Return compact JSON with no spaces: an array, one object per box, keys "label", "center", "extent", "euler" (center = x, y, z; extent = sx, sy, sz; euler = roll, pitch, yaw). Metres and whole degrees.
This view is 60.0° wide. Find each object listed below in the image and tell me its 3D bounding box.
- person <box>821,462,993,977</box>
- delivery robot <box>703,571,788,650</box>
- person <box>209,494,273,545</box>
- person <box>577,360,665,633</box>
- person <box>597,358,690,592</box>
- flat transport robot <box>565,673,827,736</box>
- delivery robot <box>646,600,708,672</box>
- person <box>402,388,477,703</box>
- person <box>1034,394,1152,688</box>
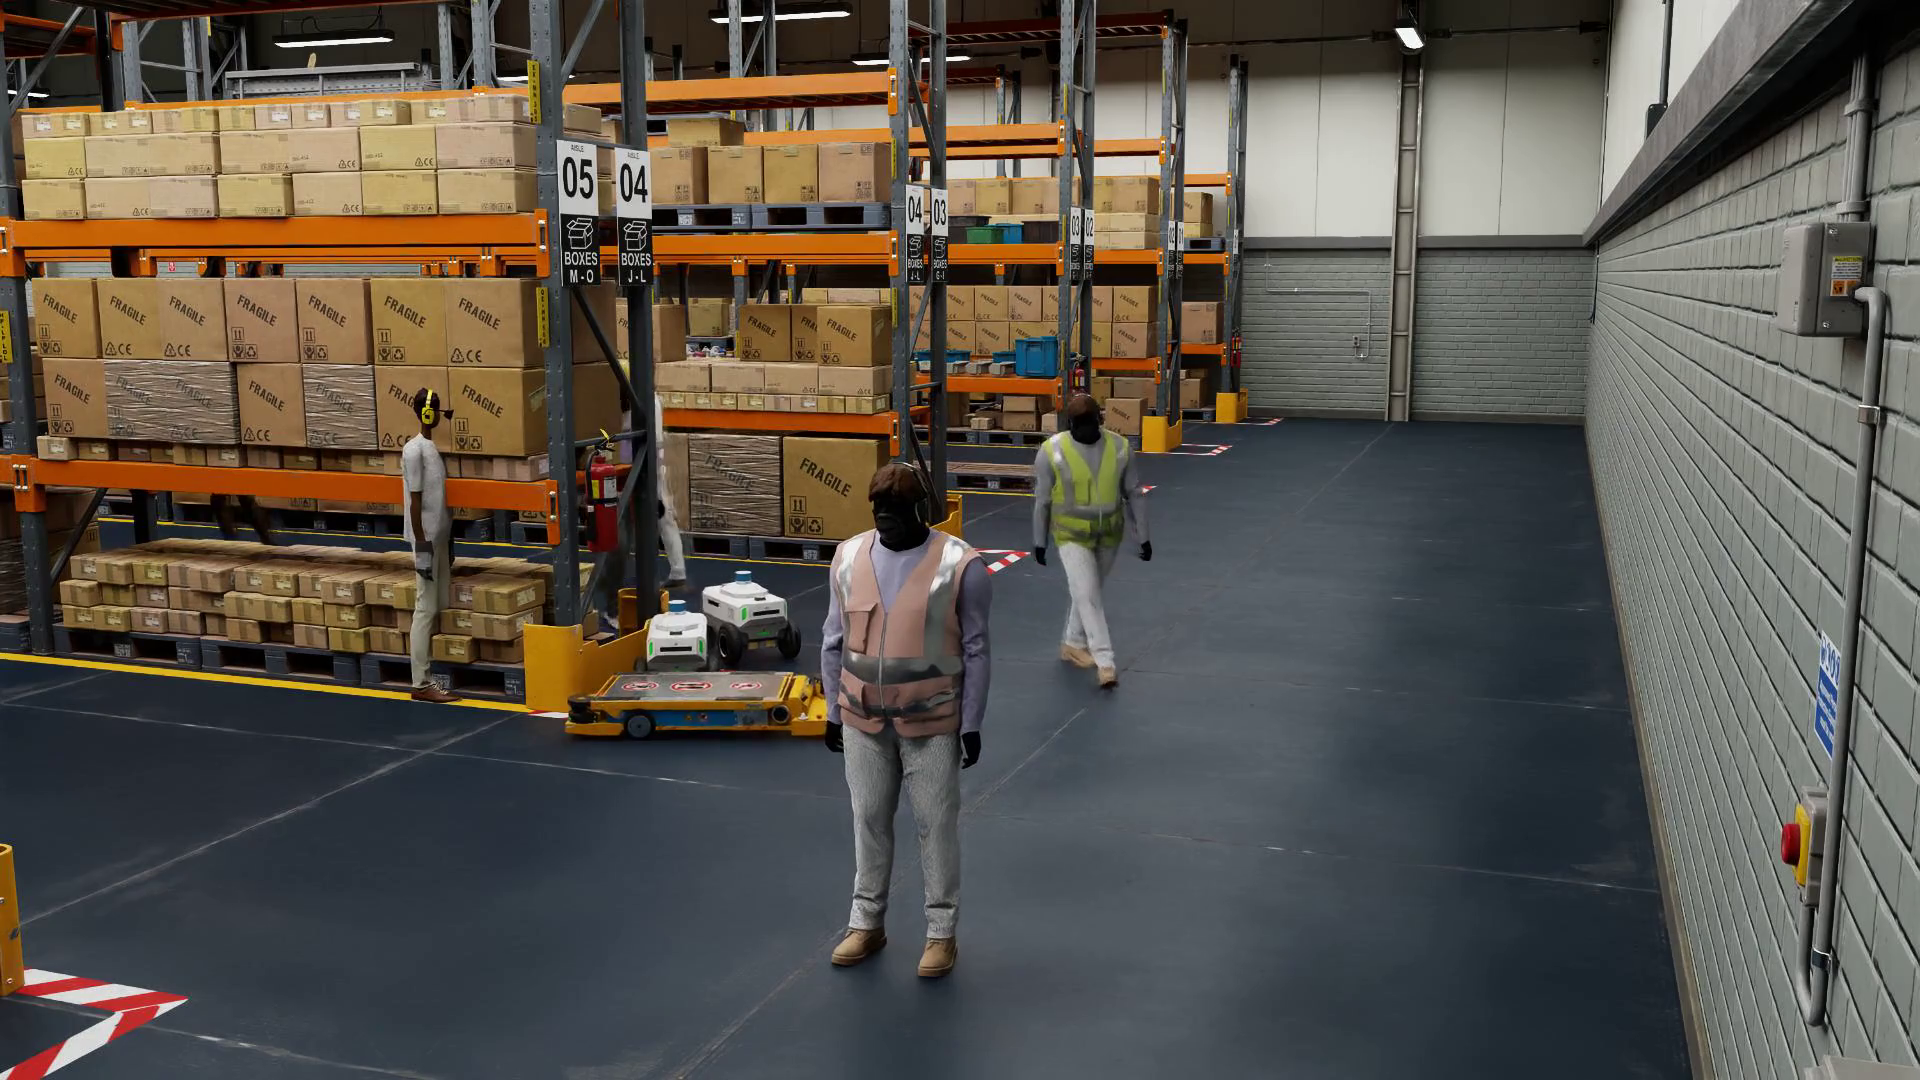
[{"label":"person","center":[-0.210,0.638,5.960],"extent":[0.634,1.842,0.429],"euler":[3,10,19]},{"label":"delivery robot","center":[-1.411,0.445,10.876],"extent":[0.477,0.478,0.707],"euler":[-5,11,-30]},{"label":"person","center":[-6.223,-0.702,14.184],"extent":[0.695,1.879,0.583],"euler":[-3,9,-15]},{"label":"person","center":[-2.360,-0.314,11.709],"extent":[0.643,1.901,0.581],"euler":[9,13,43]},{"label":"person","center":[-2.561,-0.504,13.088],"extent":[0.980,1.830,0.576],"euler":[4,10,25]},{"label":"flat transport robot","center":[-1.402,0.900,9.212],"extent":[1.431,0.197,0.652],"euler":[0,9,0]},{"label":"delivery robot","center":[-1.678,0.601,9.898],"extent":[0.477,0.478,0.707],"euler":[-1,9,-8]},{"label":"person","center":[-3.073,0.024,9.745],"extent":[0.333,1.860,0.510],"euler":[0,9,2]},{"label":"person","center":[0.810,-0.011,10.242],"extent":[0.687,1.784,0.940],"euler":[-3,10,-18]}]
